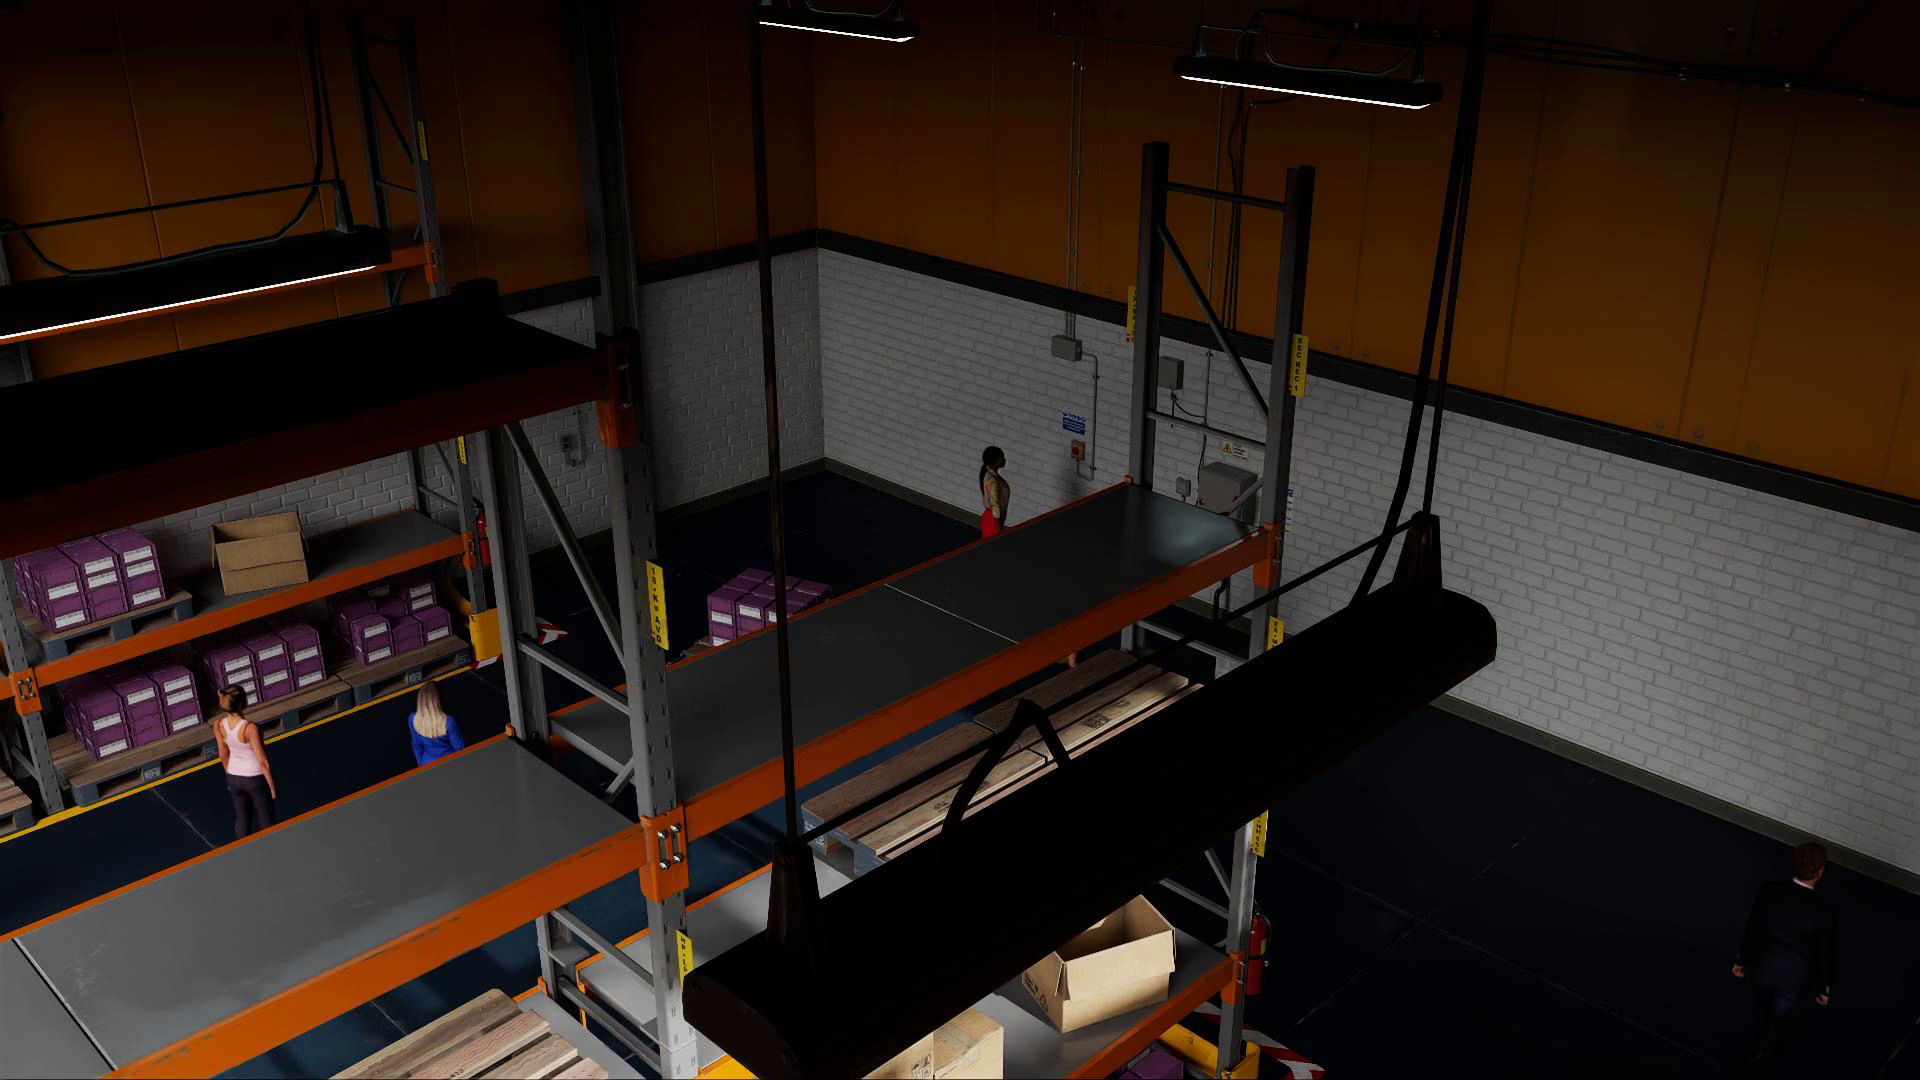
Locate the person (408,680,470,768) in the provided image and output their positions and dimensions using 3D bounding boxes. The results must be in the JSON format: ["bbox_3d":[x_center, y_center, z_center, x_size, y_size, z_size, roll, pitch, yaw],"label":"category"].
[{"bbox_3d":[-3.919,1.826,12.645,0.706,1.701,0.726,5,24,11],"label":"person"}]

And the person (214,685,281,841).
[{"bbox_3d":[-5.435,1.831,12.695,0.645,1.651,0.655,6,24,14],"label":"person"}]

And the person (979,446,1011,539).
[{"bbox_3d":[0.334,-0.113,16.968,0.707,1.792,0.684,-5,24,-10],"label":"person"}]

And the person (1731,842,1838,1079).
[{"bbox_3d":[5.130,2.734,10.457,1.170,1.790,0.779,-18,29,-35],"label":"person"}]
